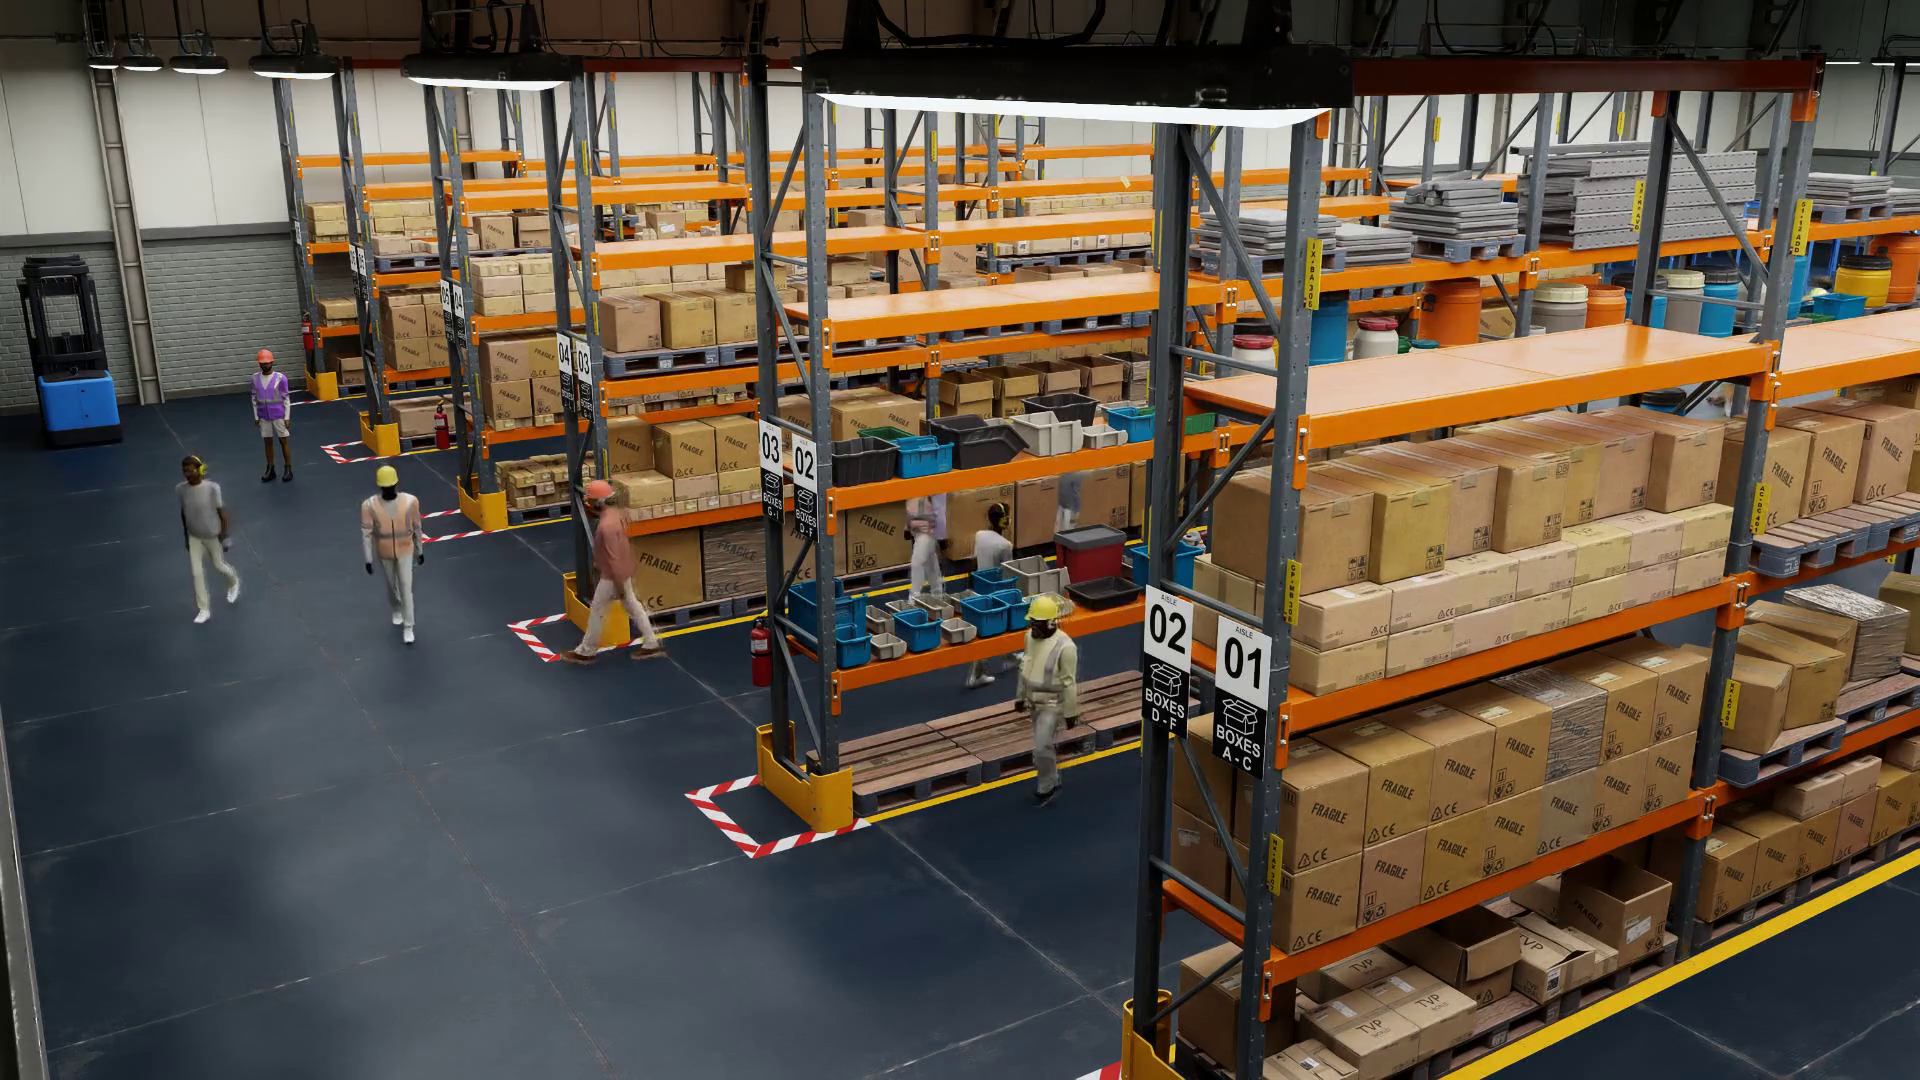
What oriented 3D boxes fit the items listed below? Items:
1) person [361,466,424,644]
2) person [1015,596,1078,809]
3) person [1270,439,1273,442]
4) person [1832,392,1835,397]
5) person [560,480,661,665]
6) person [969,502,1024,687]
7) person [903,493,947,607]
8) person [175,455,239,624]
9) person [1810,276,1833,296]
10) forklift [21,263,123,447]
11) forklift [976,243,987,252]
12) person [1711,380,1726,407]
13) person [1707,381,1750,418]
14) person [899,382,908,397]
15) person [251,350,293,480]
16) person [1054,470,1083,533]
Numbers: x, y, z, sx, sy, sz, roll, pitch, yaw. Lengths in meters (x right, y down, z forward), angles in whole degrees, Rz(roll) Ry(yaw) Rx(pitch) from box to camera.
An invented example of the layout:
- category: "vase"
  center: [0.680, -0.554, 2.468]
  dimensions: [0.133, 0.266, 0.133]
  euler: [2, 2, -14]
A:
- category: "person"
  center: [-6.076, 0.087, 16.945]
  dimensions: [0.607, 1.886, 0.975]
  euler: [-6, 18, -18]
- category: "person"
  center: [0.647, 1.332, 12.974]
  dimensions: [0.566, 1.810, 0.618]
  euler: [-11, 20, -31]
- category: "person"
  center: [5.231, -2.317, 24.831]
  dimensions: [0.547, 1.901, 0.552]
  euler: [-12, 20, -33]
- category: "person"
  center: [12.656, -1.568, 22.489]
  dimensions: [0.606, 1.808, 0.577]
  euler: [1, 17, 2]
- category: "person"
  center: [-3.565, 0.326, 16.069]
  dimensions: [1.024, 1.932, 0.604]
  euler: [-1, 17, -2]
- category: "person"
  center: [0.420, 0.511, 15.641]
  dimensions: [0.930, 1.825, 0.547]
  euler: [-12, 21, -35]
- category: "person"
  center: [-0.504, -0.082, 17.598]
  dimensions: [0.795, 1.816, 0.661]
  euler: [-8, 19, -24]
- category: "person"
  center: [-8.372, -0.075, 17.547]
  dimensions: [0.521, 1.847, 0.841]
  euler: [0, 17, -1]
- category: "person"
  center: [17.351, -4.436, 31.935]
  dimensions: [0.971, 1.799, 0.630]
  euler: [3, 17, 9]
- category: "forklift"
  center: [-14.518, -3.079, 25.708]
  dimensions: [1.129, 2.768, 1.873]
  euler: [-10, 20, -31]
- category: "forklift"
  center: [0.988, -5.474, 34.718]
  dimensions: [1.214, 2.155, 2.313]
  euler: [-10, 20, -31]
- category: "person"
  center: [13.626, -3.331, 28.080]
  dimensions: [0.457, 1.918, 0.651]
  euler: [13, 21, 37]
- category: "person"
  center: [12.034, -2.271, 24.661]
  dimensions: [0.546, 1.879, 1.000]
  euler: [-7, 18, -23]
- category: "person"
  center: [-0.949, -1.199, 21.224]
  dimensions: [0.825, 1.853, 0.621]
  euler: [-10, 20, -30]
- category: "person"
  center: [-10.087, -1.828, 23.124]
  dimensions: [0.544, 1.940, 0.353]
  euler: [0, 17, -1]
- category: "person"
  center: [1.323, -0.382, 18.916]
  dimensions: [0.537, 1.621, 0.521]
  euler: [-8, 19, -23]
